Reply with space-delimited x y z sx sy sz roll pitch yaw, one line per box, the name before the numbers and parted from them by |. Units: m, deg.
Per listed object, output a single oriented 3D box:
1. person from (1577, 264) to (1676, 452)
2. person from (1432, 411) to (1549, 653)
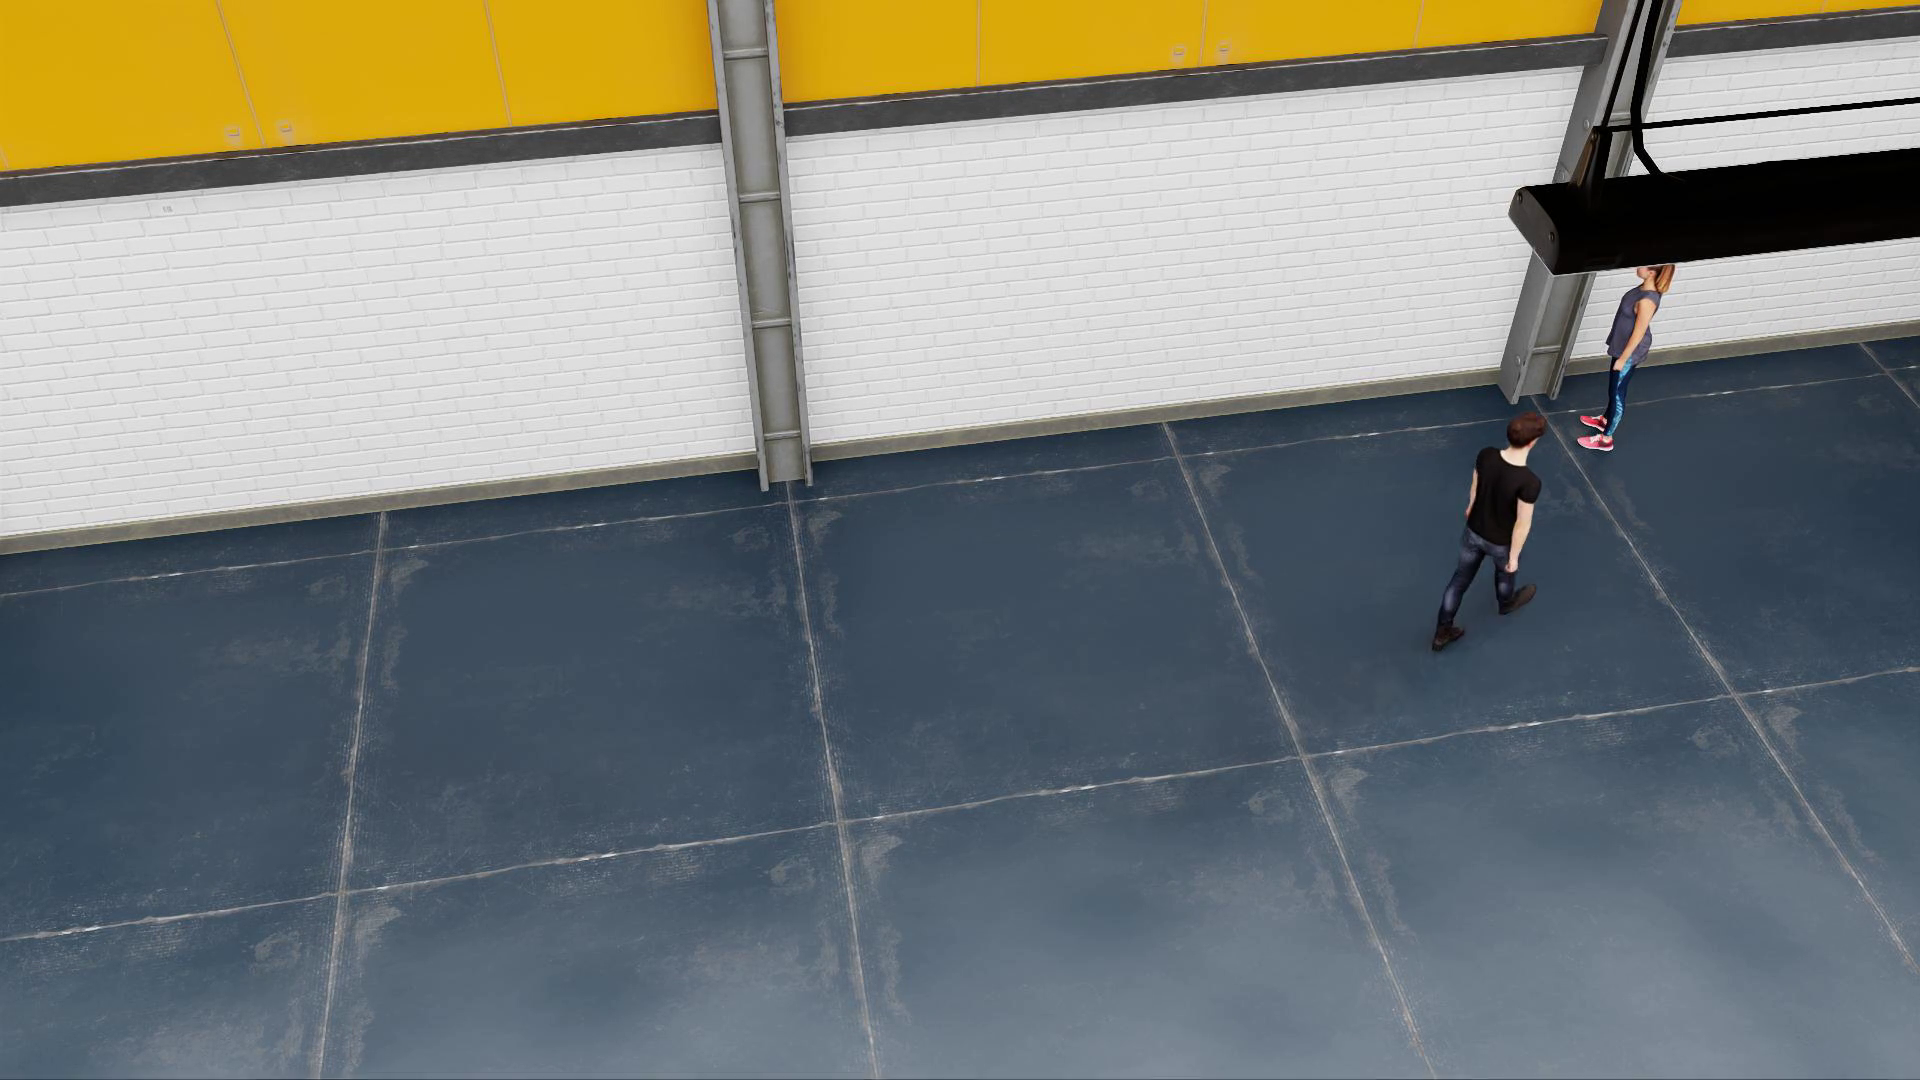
person | 4.987 -1.426 12.406 0.675 1.724 0.647 15 46 15
person | 3.395 0.006 10.804 1.257 1.861 1.063 -29 51 -27
